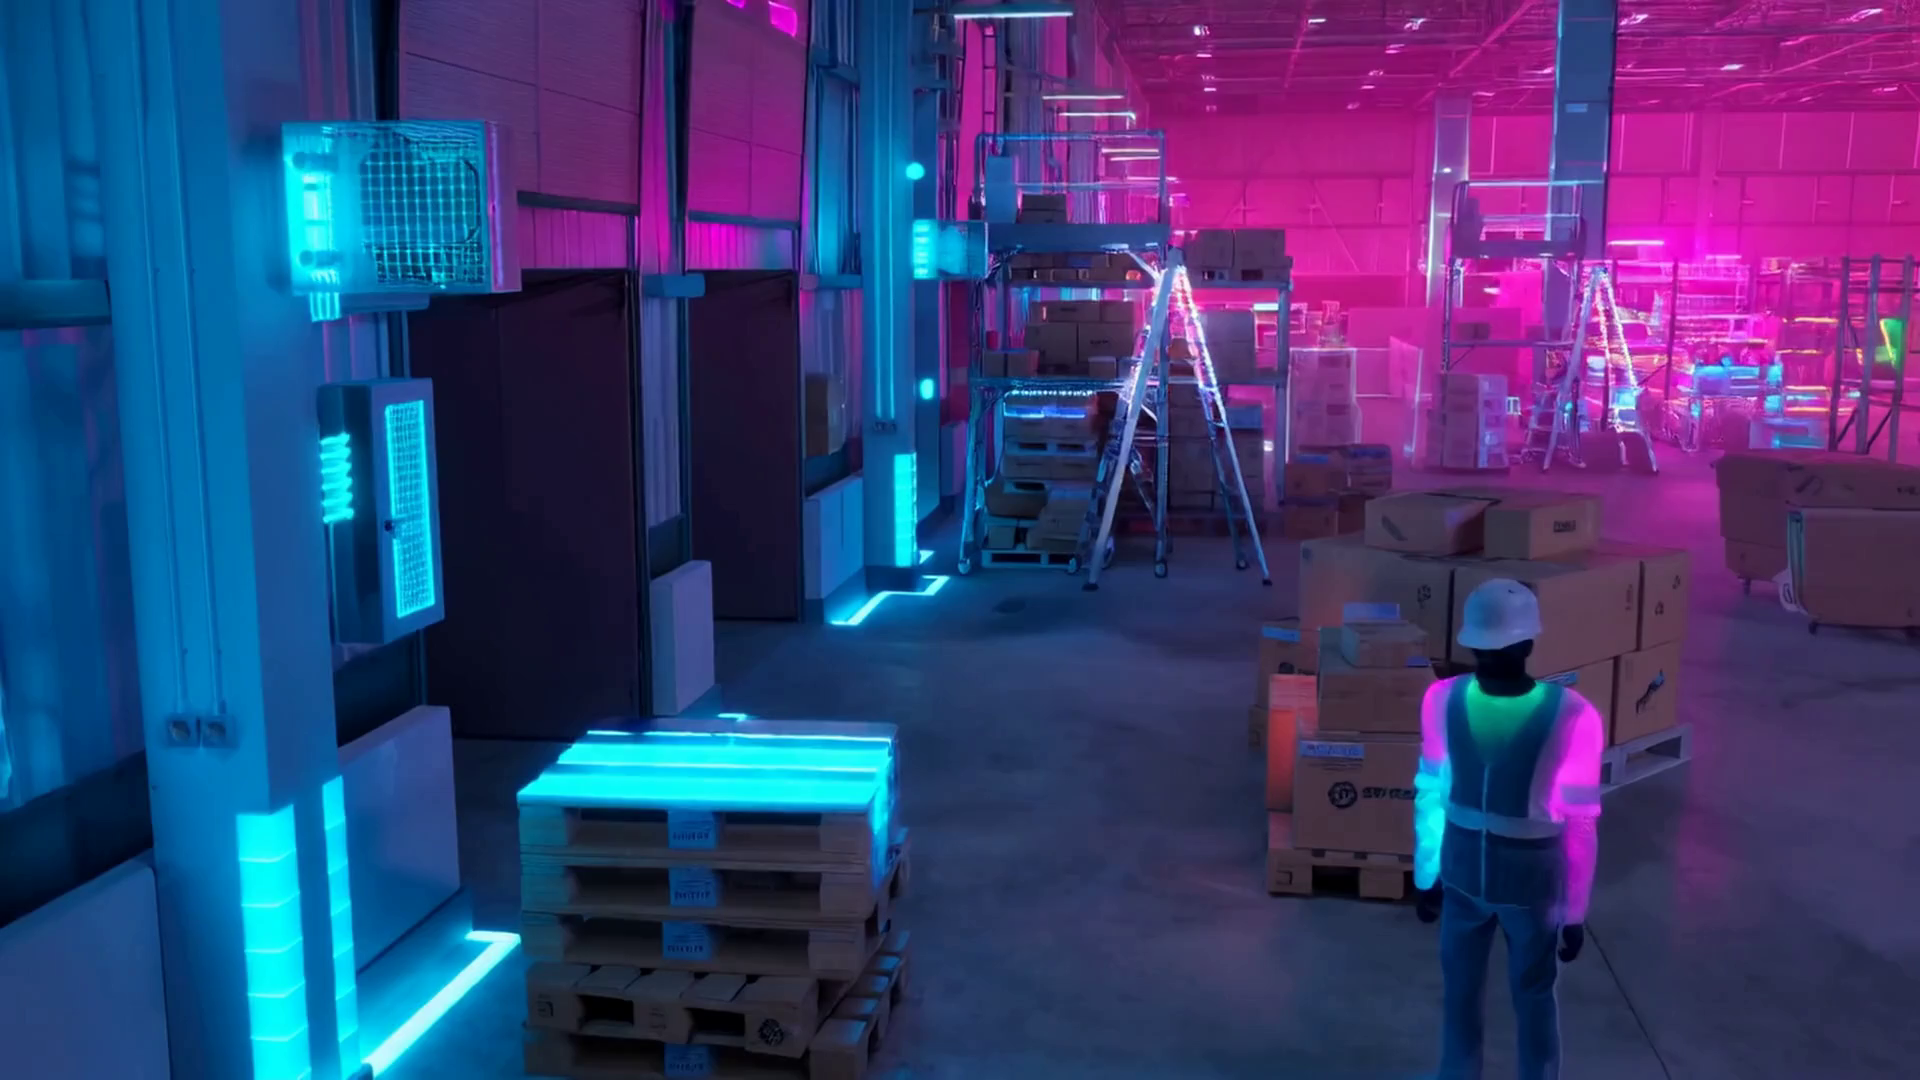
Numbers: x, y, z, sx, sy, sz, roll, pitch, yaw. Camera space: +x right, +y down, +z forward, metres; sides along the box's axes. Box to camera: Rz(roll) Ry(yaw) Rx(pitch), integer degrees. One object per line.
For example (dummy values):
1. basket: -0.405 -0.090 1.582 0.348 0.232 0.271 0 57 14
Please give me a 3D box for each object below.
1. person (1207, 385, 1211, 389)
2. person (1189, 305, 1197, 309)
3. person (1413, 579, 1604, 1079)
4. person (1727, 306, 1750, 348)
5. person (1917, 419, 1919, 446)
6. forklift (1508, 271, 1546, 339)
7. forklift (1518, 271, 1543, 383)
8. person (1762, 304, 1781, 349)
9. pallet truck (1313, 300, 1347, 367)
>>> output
1. person: 5.227 -3.647 35.110 0.313 1.634 0.514 -5 10 -27
2. person: 6.234 -5.349 44.691 0.544 1.930 0.389 -5 11 -29
3. person: 1.673 1.061 5.188 0.587 1.918 0.398 8 12 41
4. person: 21.218 -5.441 45.358 0.551 1.908 0.911 7 12 37
5. person: 15.743 -2.370 26.896 0.320 1.739 0.484 8 12 42
6. forklift: 15.391 -5.969 45.581 1.873 2.768 1.129 -3 10 -17
7. forklift: 14.225 -5.301 41.462 1.873 2.768 1.129 1 9 9
8. person: 22.295 -5.547 45.911 0.530 1.919 0.665 -1 9 -8
9. pallet truck: 11.159 -6.200 49.718 0.823 1.965 1.885 4 10 26
